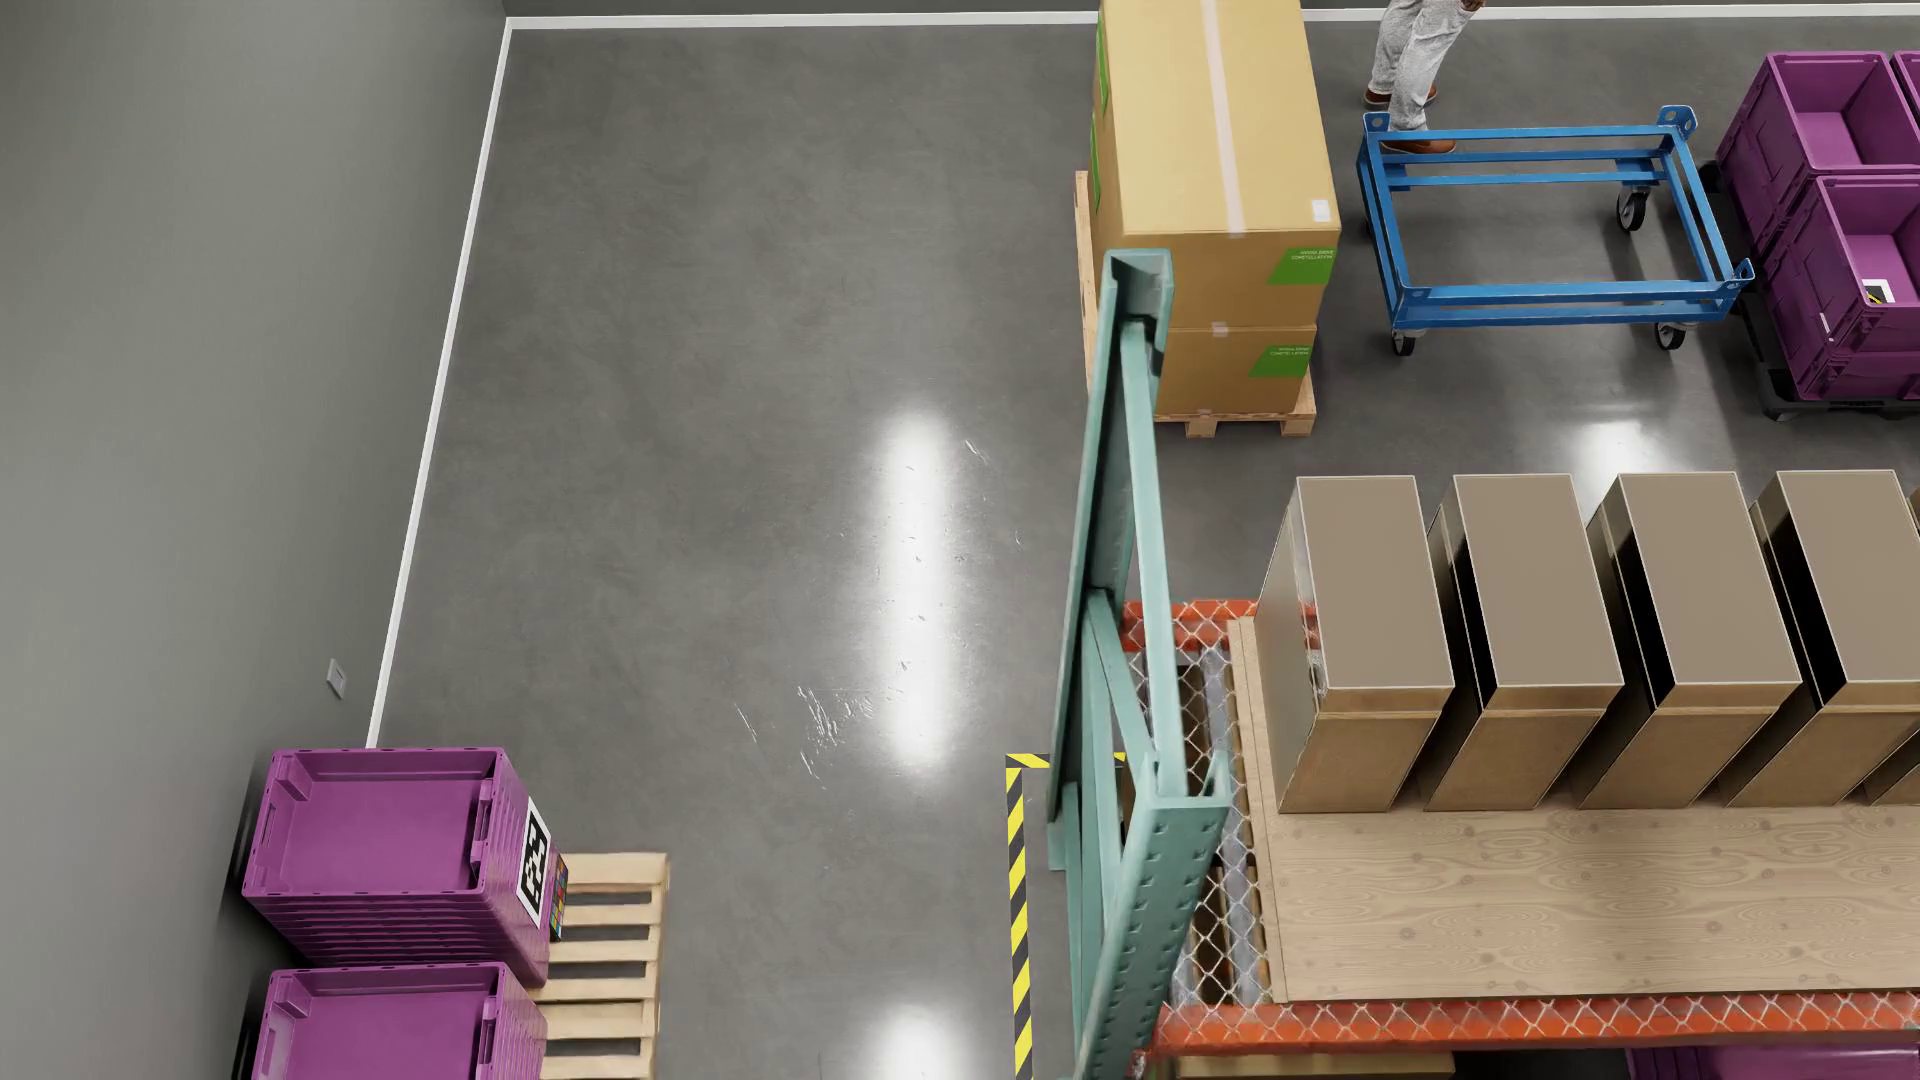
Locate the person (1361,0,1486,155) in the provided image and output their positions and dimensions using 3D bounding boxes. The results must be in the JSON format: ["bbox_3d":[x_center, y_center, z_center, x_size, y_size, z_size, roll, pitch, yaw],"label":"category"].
[{"bbox_3d":[1.835,-2.243,6.078,0.353,1.937,0.635,-3,58,-2],"label":"person"}]
